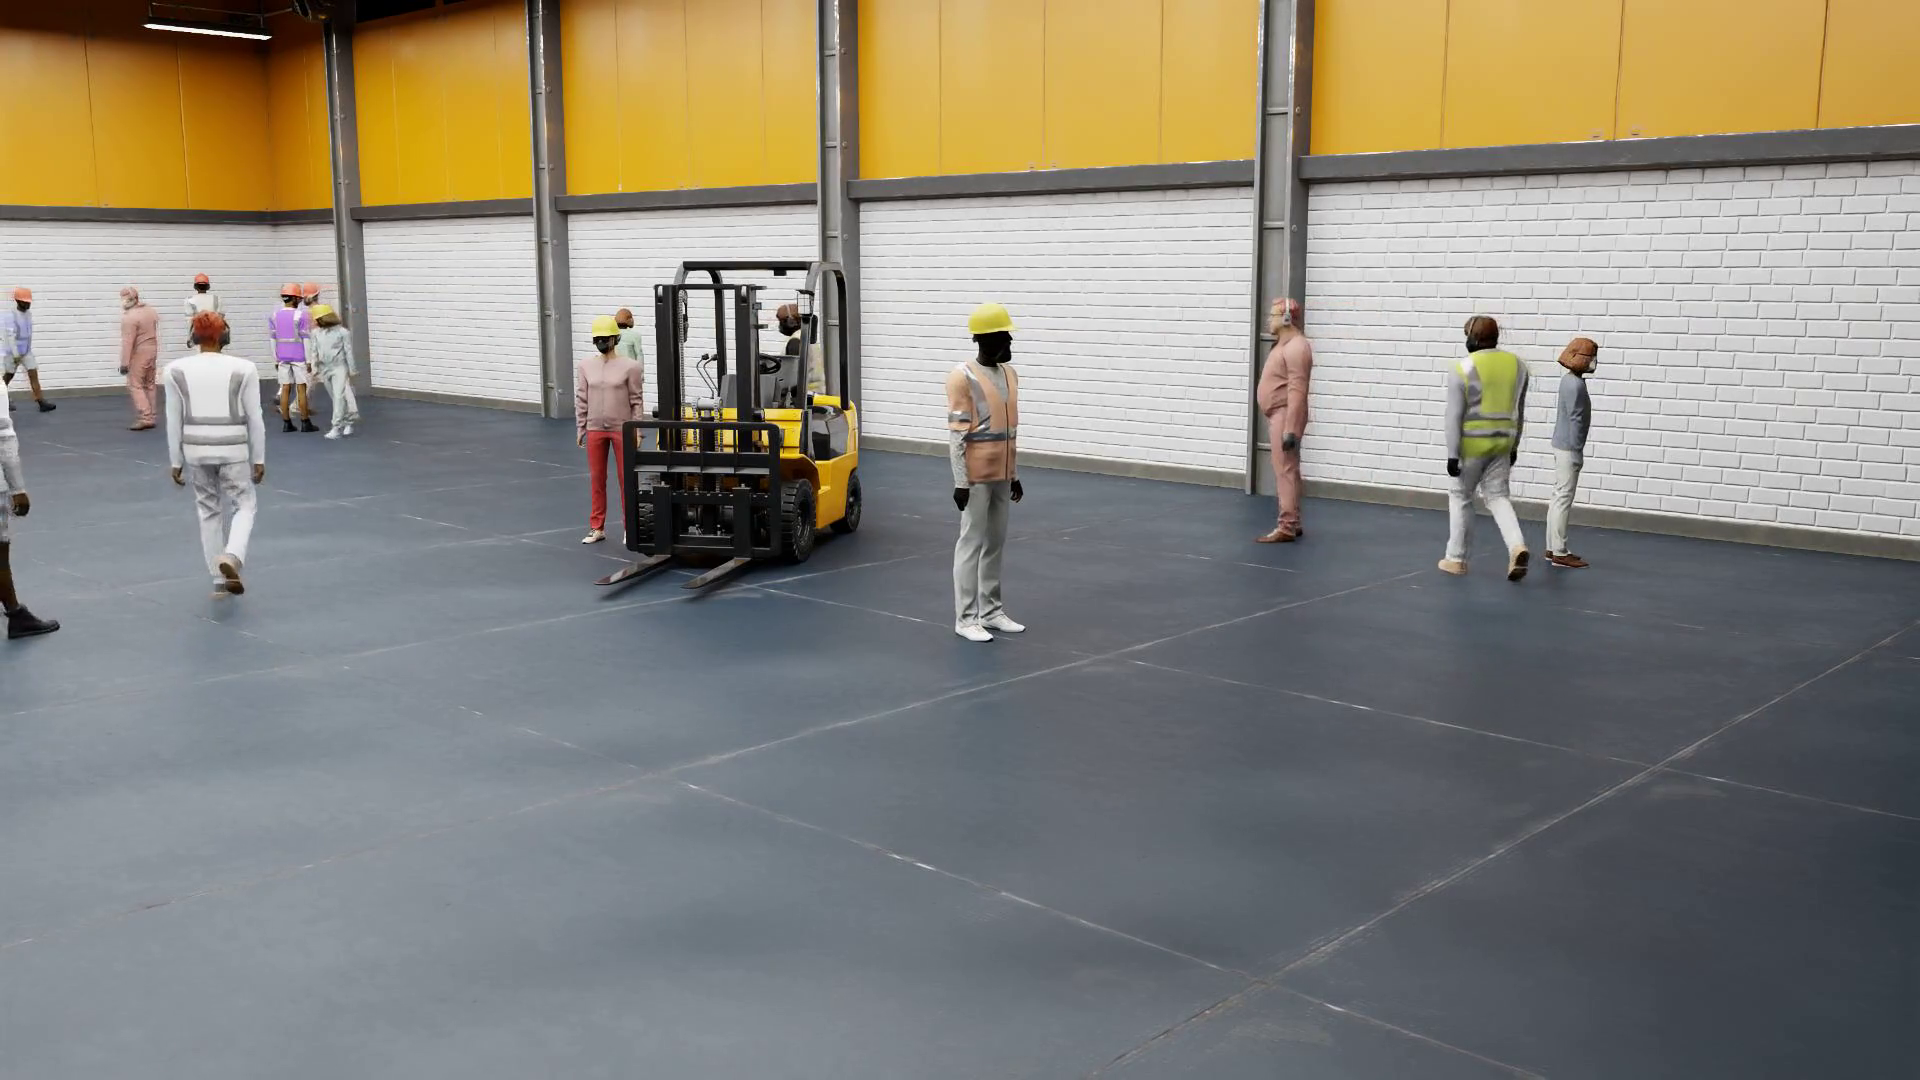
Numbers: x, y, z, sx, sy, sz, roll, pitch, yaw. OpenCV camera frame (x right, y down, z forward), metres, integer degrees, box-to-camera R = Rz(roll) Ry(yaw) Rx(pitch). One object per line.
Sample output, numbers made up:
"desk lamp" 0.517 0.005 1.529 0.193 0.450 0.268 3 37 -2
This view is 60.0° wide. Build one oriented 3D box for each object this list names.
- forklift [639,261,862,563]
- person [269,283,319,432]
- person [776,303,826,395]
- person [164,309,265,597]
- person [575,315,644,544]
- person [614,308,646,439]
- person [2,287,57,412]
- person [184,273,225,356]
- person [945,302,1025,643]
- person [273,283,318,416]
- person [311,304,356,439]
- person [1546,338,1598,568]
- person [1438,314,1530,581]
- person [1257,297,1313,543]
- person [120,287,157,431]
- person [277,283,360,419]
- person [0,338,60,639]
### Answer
"forklift" -1.552 -1.040 12.721 1.214 2.155 2.313 2 9 11
"person" -8.661 -2.358 21.613 0.547 1.928 0.385 1 9 9
"person" -1.383 -1.170 14.668 0.460 1.824 0.659 1 9 3
"person" -4.737 -0.528 10.593 0.581 1.871 0.598 -2 10 -13
"person" -2.701 -0.841 12.808 0.533 1.767 0.312 1 9 5
"person" -4.170 -2.064 20.717 0.507 1.631 0.275 2 9 12
"person" -13.958 -2.804 24.625 1.075 1.851 0.552 2 9 13
"person" -12.537 -3.397 27.630 0.605 2.045 0.377 -6 11 -32
"person" 0.159 -0.392 9.548 0.352 1.929 0.594 7 12 36
"person" -9.530 -2.711 23.806 0.638 1.927 0.562 4 10 23
"person" -7.914 -2.136 21.027 0.505 1.678 0.887 1 9 9
"person" 4.382 -0.628 11.909 0.284 1.633 0.498 2 10 14
"person" 3.594 -0.624 11.340 0.640 1.820 0.761 -3 10 -15
"person" 2.503 -0.925 12.916 0.401 1.913 0.647 0 9 3
"person" -10.822 -2.385 21.959 0.443 1.879 0.713 1 9 6
"person" -9.045 -2.643 23.386 1.123 1.908 0.660 1 9 8
"person" -5.509 -0.327 9.237 0.551 1.915 0.880 5 10 26
